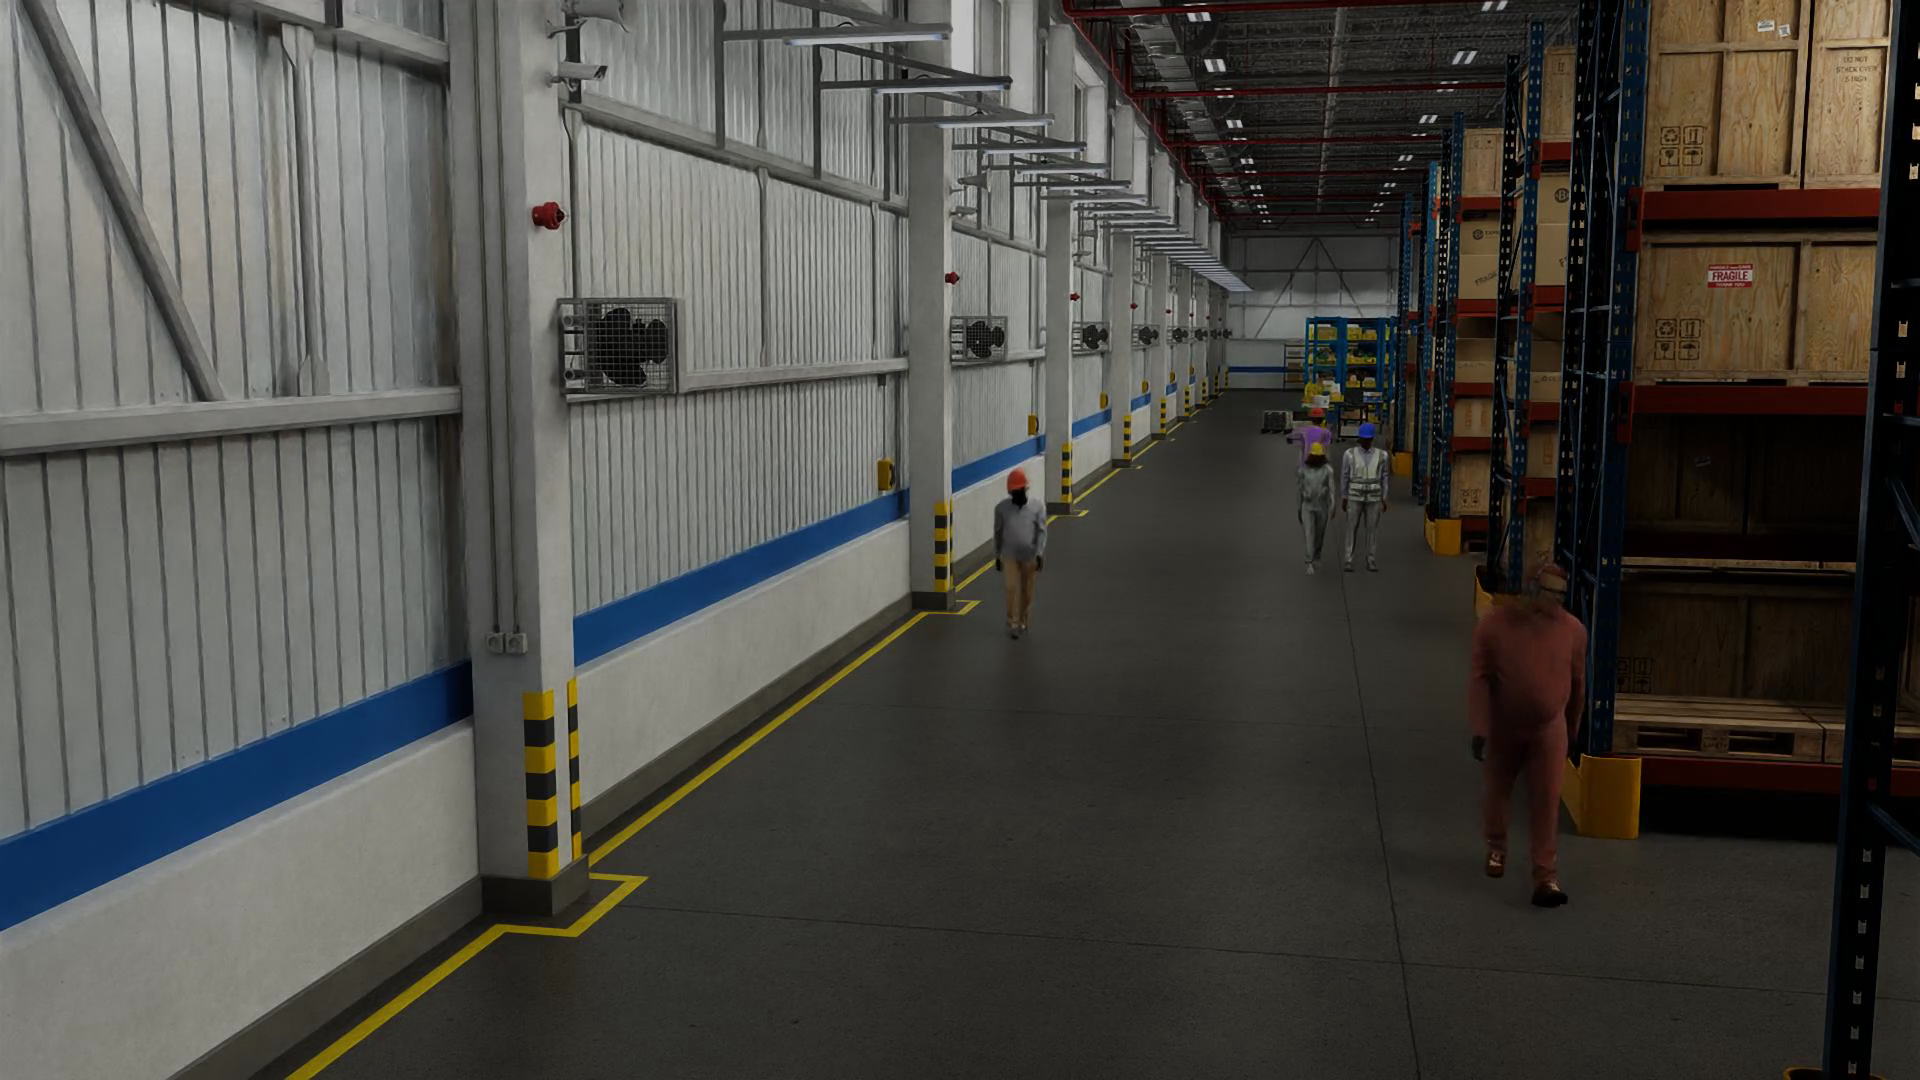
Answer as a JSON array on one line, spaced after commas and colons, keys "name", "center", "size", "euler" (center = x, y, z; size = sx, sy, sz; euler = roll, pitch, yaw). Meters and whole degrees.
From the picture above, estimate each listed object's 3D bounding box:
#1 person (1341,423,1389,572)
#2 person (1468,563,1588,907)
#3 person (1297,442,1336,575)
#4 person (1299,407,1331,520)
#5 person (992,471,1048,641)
[{"name": "person", "center": [5.231, -0.548, 21.497], "size": [0.605, 1.944, 0.402], "euler": [1, 7, 5]}, {"name": "person", "center": [3.125, 1.045, 9.141], "size": [0.665, 1.836, 1.013], "euler": [1, 7, 6]}, {"name": "person", "center": [4.612, -0.439, 21.585], "size": [0.494, 1.711, 0.826], "euler": [1, 7, 6]}, {"name": "person", "center": [5.776, -1.230, 27.187], "size": [0.550, 1.900, 0.958], "euler": [4, 8, 31]}, {"name": "person", "center": [0.610, 0.149, 16.886], "size": [0.564, 1.697, 0.941], "euler": [0, 7, 3]}]
